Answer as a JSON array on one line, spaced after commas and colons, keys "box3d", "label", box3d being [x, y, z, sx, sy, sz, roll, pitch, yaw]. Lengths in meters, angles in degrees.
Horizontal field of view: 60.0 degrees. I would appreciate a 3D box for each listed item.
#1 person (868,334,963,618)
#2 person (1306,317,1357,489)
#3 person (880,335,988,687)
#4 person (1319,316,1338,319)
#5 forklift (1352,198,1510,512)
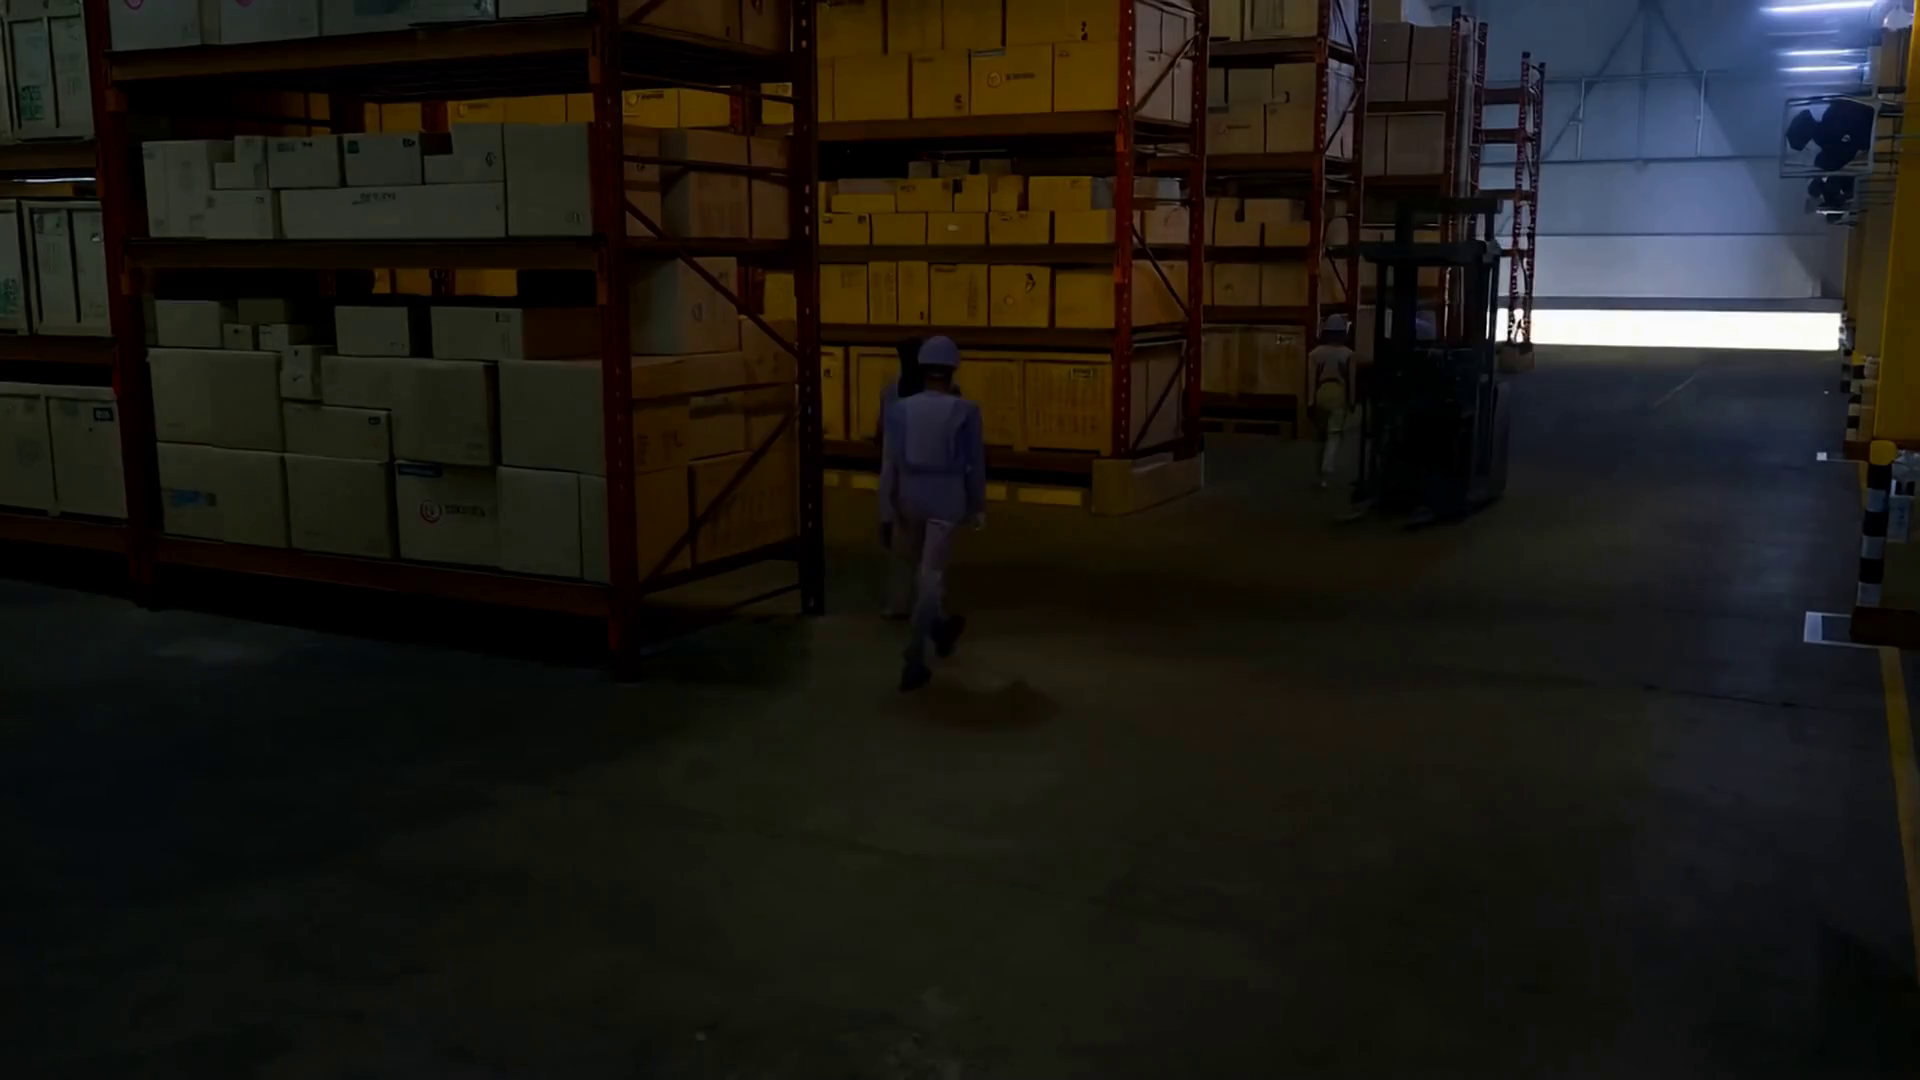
[{"box3d": [-0.321, -0.388, 10.545, 0.659, 1.819, 0.693, 6, 11, 31], "label": "person"}, {"box3d": [3.698, -1.367, 16.603, 0.487, 1.698, 0.919, 4, 11, 23], "label": "person"}, {"box3d": [-0.127, -0.189, 9.228, 0.550, 1.871, 1.035, 4, 11, 22], "label": "person"}, {"box3d": [5.203, -2.630, 23.592, 0.774, 1.809, 0.601, 8, 13, 39], "label": "person"}, {"box3d": [4.523, -1.793, 15.625, 1.129, 2.768, 1.873, 5, 11, 27], "label": "forklift"}]
